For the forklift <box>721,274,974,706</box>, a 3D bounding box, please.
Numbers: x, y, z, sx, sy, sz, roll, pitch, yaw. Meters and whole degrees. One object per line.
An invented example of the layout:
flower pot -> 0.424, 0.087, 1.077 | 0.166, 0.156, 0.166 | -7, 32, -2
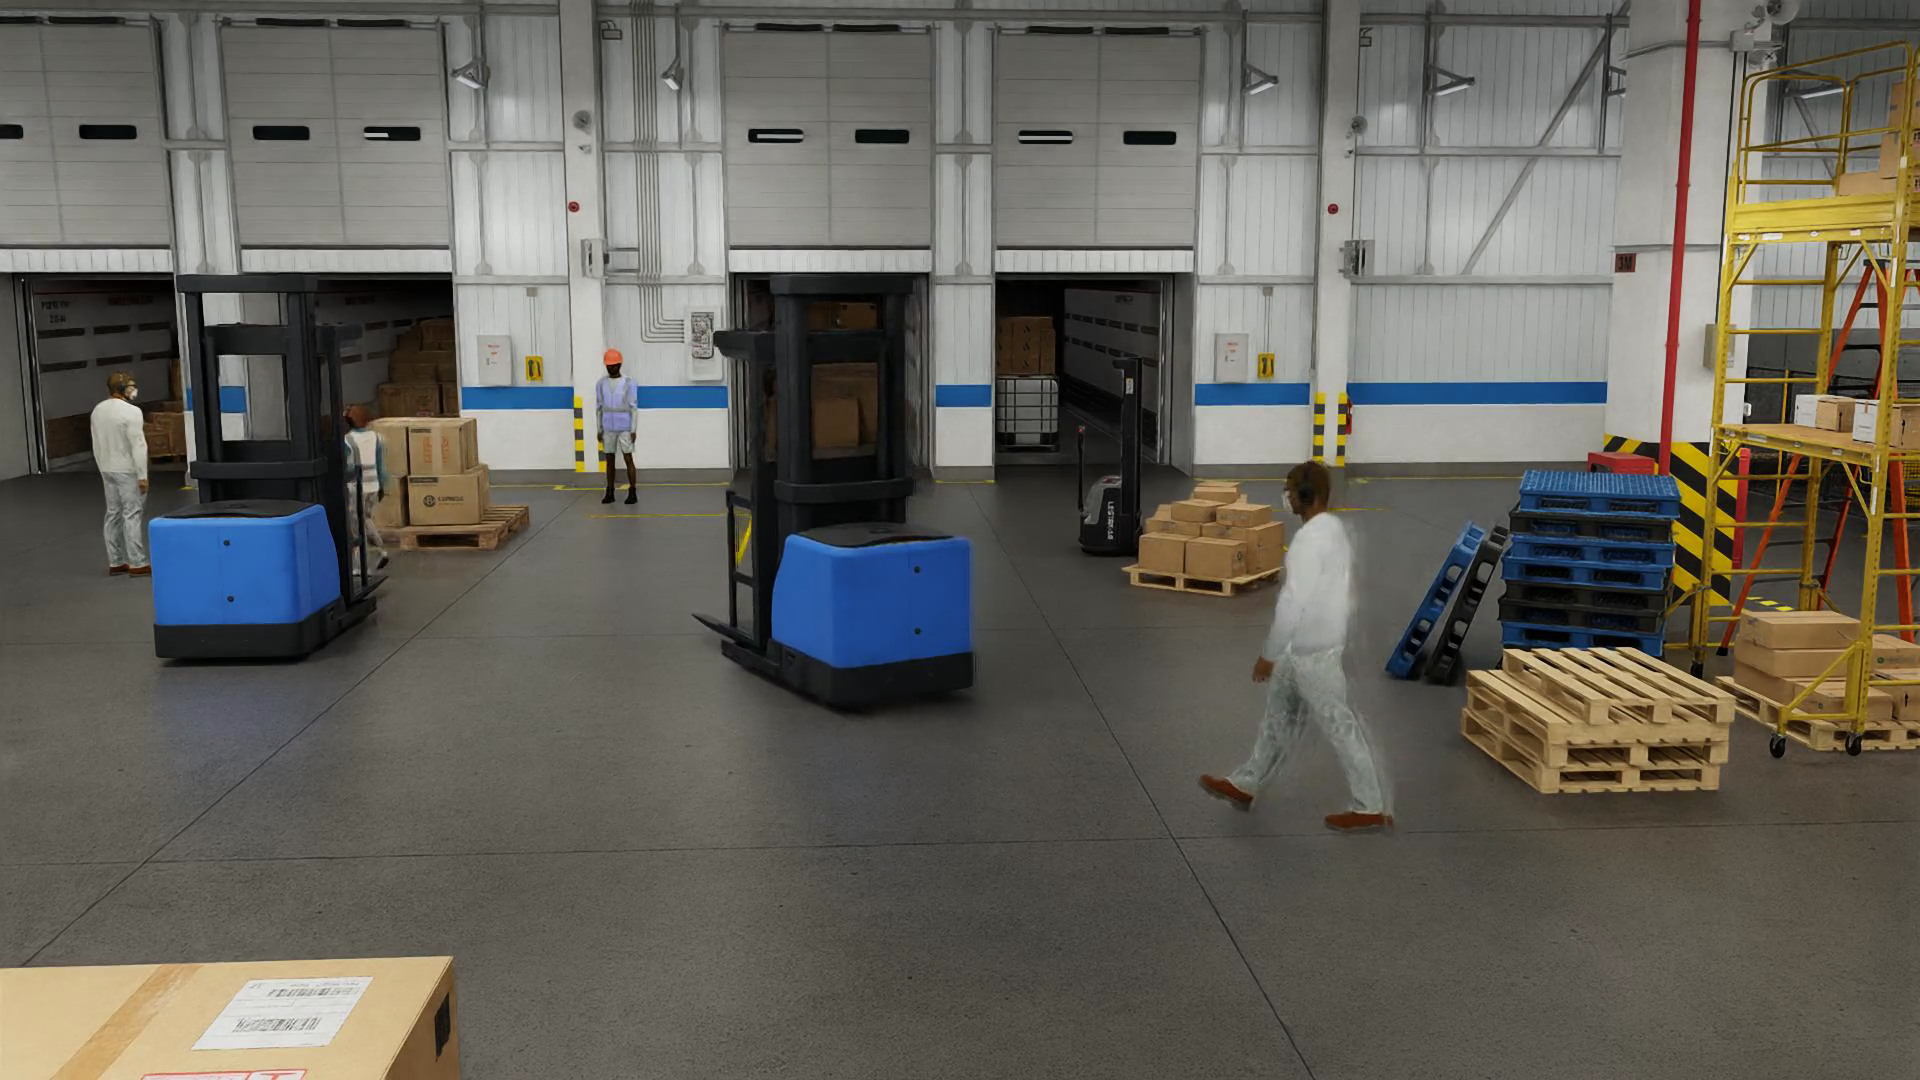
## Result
forklift -> -0.795, -0.431, 11.453 | 1.129, 2.768, 1.873 | -5, 10, -30

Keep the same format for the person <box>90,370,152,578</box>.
person -> -7.818, -0.611, 15.541 | 0.628, 1.936, 0.375 | 5, 10, 26

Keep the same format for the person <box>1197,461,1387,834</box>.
person -> 1.735, 0.545, 8.467 | 1.017, 1.888, 0.644 | 3, 10, 20

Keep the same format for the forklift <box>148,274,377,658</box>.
forklift -> -5.348, -0.627, 12.681 | 1.129, 2.768, 1.873 | -1, 9, -4

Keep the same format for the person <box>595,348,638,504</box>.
person -> -4.234, -1.391, 20.481 | 0.543, 1.928, 0.393 | 2, 9, 11

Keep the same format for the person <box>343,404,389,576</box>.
person -> -5.631, -0.459, 15.564 | 0.368, 1.629, 0.518 | 4, 10, 23

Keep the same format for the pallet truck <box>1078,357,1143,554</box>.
pallet truck -> 2.088, -0.836, 16.757 | 1.885, 1.965, 0.823 | 2, 9, 13
